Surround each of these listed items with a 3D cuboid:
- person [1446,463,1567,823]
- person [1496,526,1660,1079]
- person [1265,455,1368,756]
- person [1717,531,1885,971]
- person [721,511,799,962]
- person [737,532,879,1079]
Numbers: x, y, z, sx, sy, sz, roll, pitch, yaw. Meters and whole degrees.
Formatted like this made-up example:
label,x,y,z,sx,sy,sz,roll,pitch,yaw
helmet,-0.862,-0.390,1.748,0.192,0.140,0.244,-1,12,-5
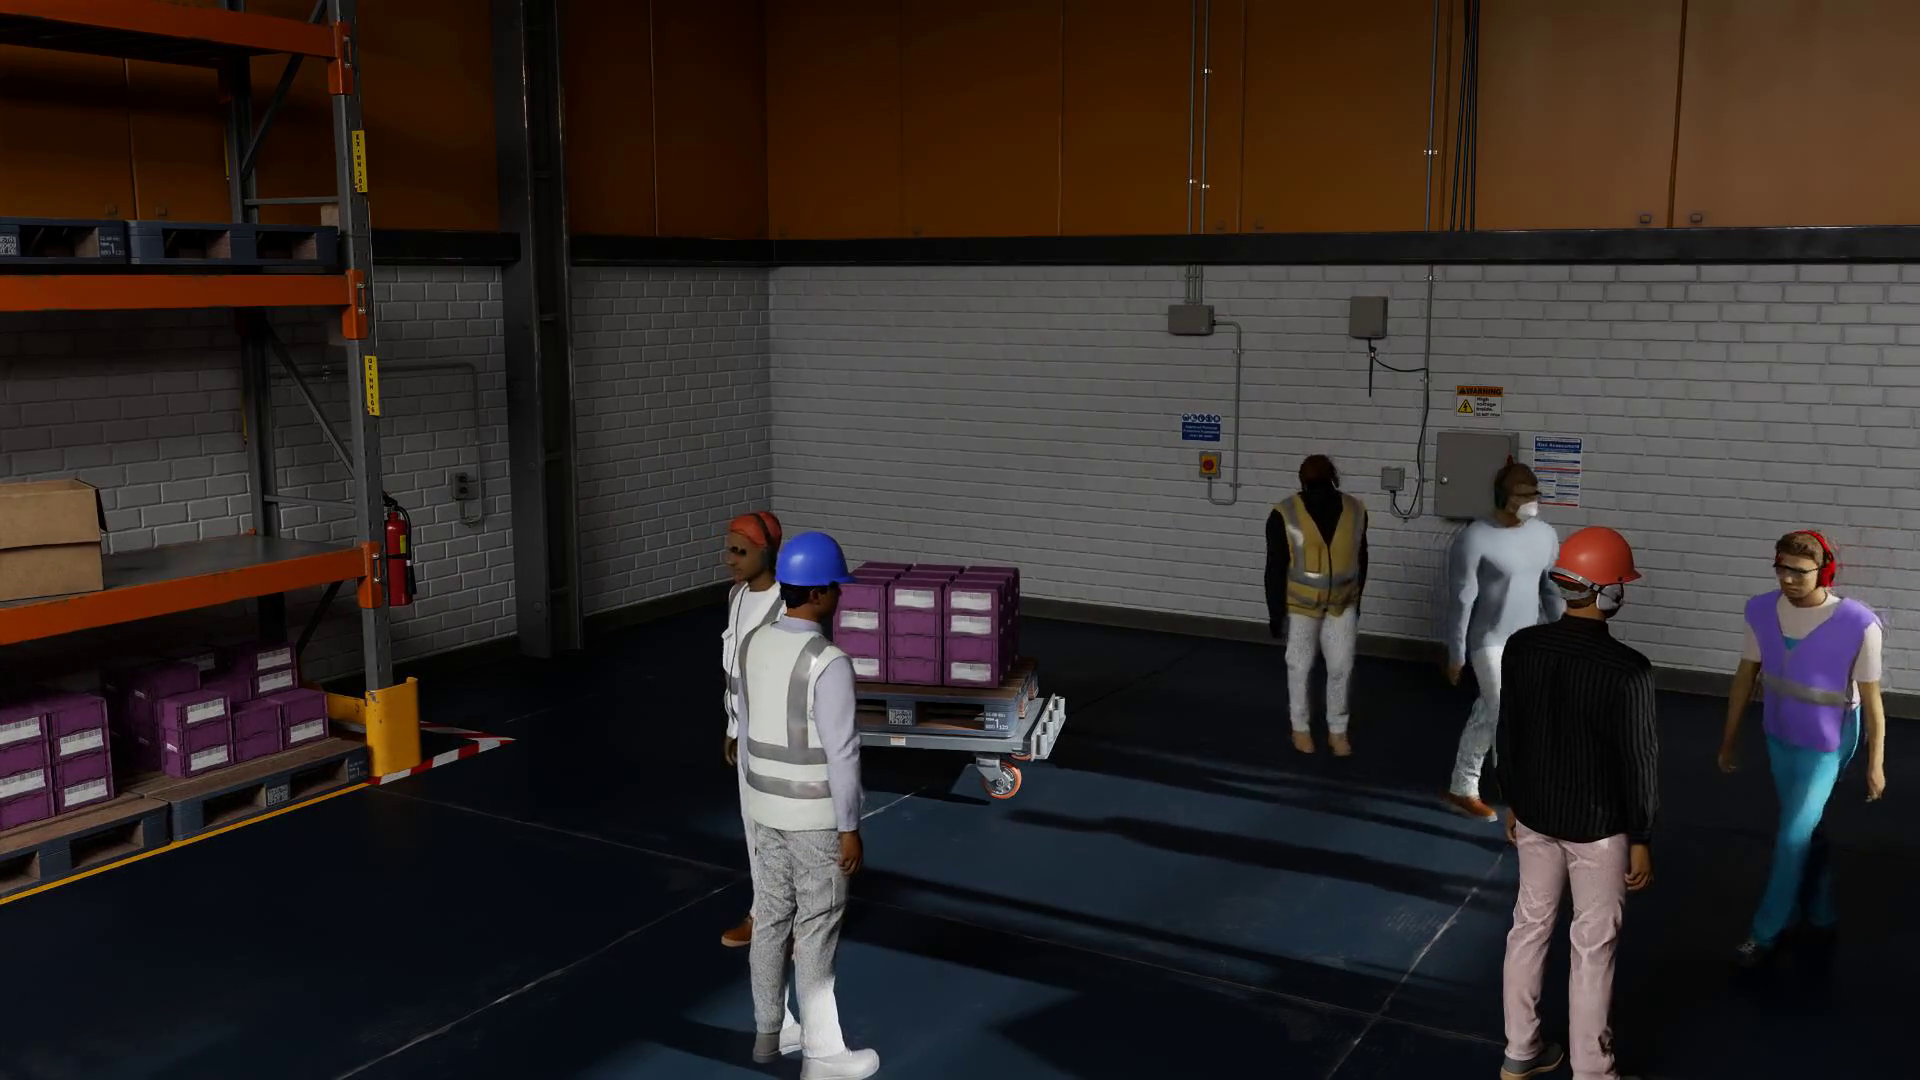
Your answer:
label,x,y,z,sx,sy,sz,roll,pitch,yaw
person,2.804,0.566,8.317,0.654,1.890,0.977,-5,10,-29
person,2.107,0.943,5.678,0.379,1.996,0.610,-6,11,-32
person,2.080,0.385,9.760,0.644,1.803,0.569,-1,9,-3
person,3.387,0.853,6.799,0.843,1.803,0.603,-4,10,-25
person,-0.804,0.811,6.892,0.356,1.878,0.583,-5,10,-29
person,-0.540,0.936,5.866,0.405,1.946,0.610,-8,12,-40
